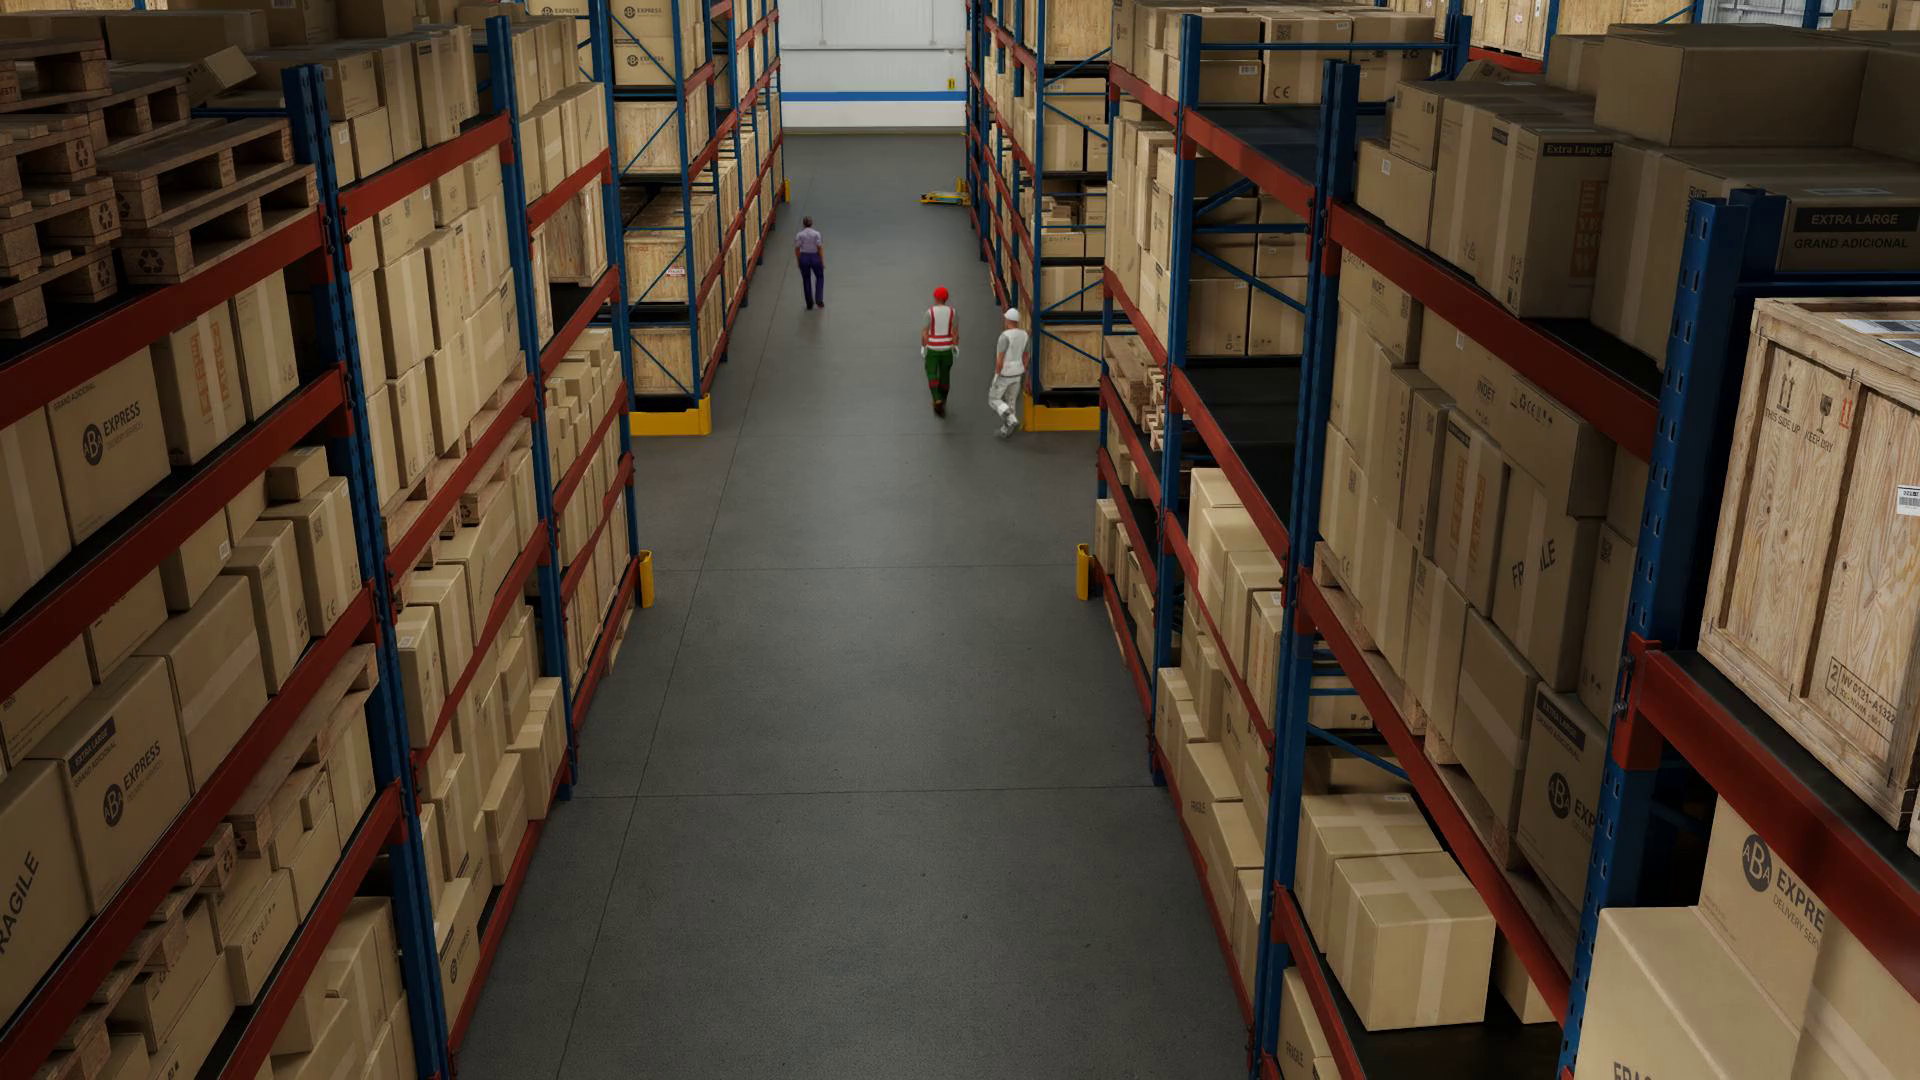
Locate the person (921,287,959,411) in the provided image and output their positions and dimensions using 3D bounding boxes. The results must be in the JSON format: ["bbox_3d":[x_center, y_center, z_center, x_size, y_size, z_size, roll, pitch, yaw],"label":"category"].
[{"bbox_3d":[-0.298,-2.757,23.838,0.546,1.787,0.748,-5,21,-14],"label":"person"}]

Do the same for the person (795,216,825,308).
[{"bbox_3d":[-2.710,-5.023,30.072,0.525,1.648,0.414,-1,20,-3],"label":"person"}]

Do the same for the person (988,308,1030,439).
[{"bbox_3d":[0.683,-2.219,22.364,0.580,1.784,0.603,-16,26,-37],"label":"person"}]

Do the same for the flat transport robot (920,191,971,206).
[{"bbox_3d":[-0.226,-8.530,41.589,1.431,0.259,0.659,6,21,16],"label":"flat transport robot"}]
